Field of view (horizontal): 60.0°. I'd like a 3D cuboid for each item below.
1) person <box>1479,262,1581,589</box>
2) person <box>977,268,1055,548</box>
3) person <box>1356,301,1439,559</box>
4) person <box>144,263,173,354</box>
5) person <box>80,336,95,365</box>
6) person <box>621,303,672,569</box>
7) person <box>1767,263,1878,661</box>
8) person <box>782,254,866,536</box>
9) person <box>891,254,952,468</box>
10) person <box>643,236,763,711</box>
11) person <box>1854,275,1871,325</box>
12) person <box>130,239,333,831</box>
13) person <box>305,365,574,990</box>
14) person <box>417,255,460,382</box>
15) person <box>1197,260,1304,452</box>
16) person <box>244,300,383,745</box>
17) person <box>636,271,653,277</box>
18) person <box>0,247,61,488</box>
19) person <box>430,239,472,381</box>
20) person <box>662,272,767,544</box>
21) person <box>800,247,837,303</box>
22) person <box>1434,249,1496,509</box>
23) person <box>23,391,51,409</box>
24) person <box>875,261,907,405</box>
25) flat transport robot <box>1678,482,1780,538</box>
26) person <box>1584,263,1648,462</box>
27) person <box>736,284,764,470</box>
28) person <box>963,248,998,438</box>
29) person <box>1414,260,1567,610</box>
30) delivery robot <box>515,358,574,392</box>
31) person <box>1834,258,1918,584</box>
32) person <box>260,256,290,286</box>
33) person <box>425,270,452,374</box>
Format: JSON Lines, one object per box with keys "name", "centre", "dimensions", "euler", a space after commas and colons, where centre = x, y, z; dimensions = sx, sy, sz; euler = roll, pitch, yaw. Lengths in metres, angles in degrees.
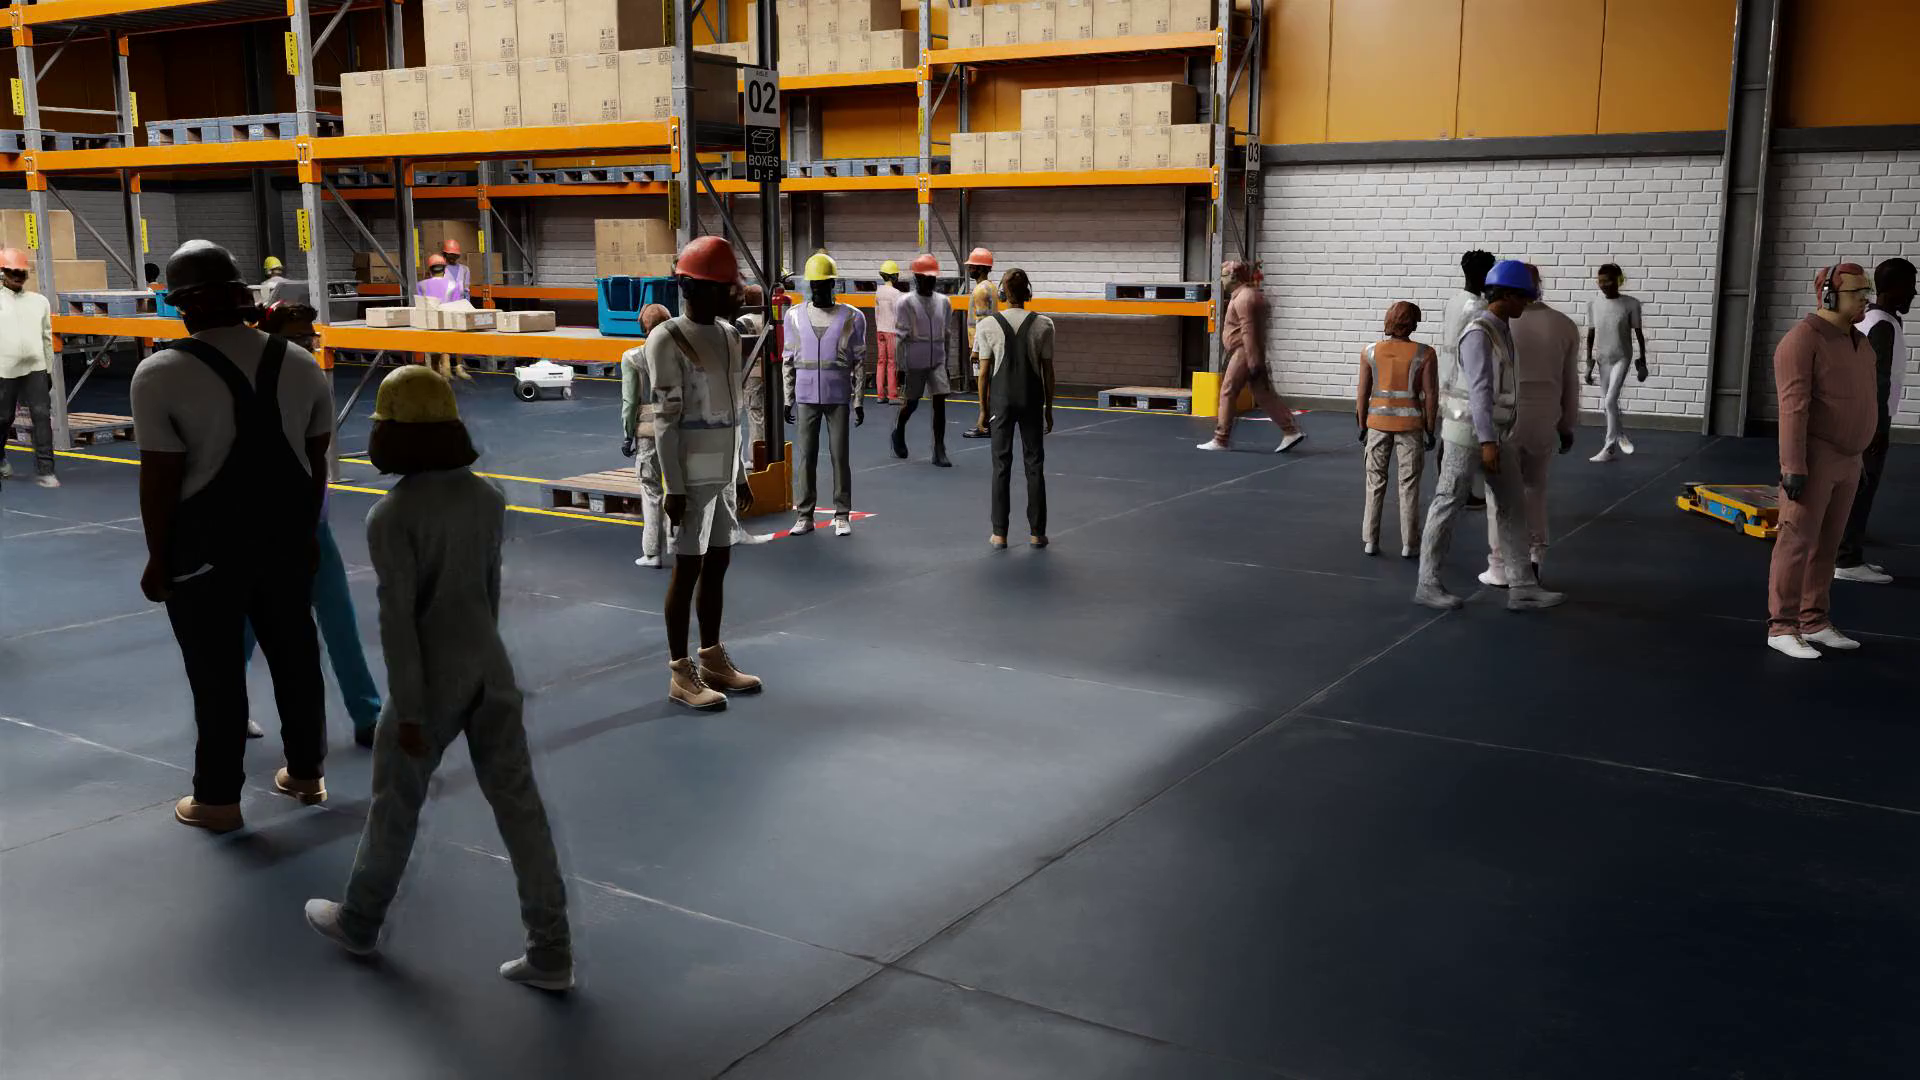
{"name": "person", "centre": [3.242, -0.659, 9.692], "dimensions": [0.677, 1.886, 0.412], "euler": [-1, 10, -7]}
{"name": "person", "centre": [0.367, -0.857, 10.936], "dimensions": [0.506, 1.840, 0.351], "euler": [0, 10, 2]}
{"name": "person", "centre": [2.784, -0.698, 10.612], "dimensions": [0.523, 1.638, 0.311], "euler": [6, 12, 30]}
{"name": "person", "centre": [-11.480, -3.098, 23.750], "dimensions": [0.317, 1.695, 0.540], "euler": [2, 11, 13]}
{"name": "person", "centre": [-14.240, -3.675, 27.113], "dimensions": [0.280, 1.636, 0.502], "euler": [-10, 14, -43]}
{"name": "person", "centre": [-1.848, -0.640, 10.294], "dimensions": [0.523, 1.636, 0.309], "euler": [-7, 12, -34]}
{"name": "person", "centre": [4.233, -0.384, 8.118], "dimensions": [0.642, 1.913, 0.409], "euler": [-7, 12, -34]}
{"name": "person", "centre": [-0.933, -0.984, 11.399], "dimensions": [0.585, 1.928, 0.368], "euler": [1, 10, 6]}
{"name": "person", "centre": [-0.360, -1.634, 15.084], "dimensions": [0.552, 1.912, 0.879], "euler": [-5, 11, -24]}
{"name": "person", "centre": [-1.093, -0.291, 7.248], "dimensions": [0.378, 2.040, 0.607], "euler": [5, 11, 24]}
{"name": "person", "centre": [7.518, -1.379, 14.168], "dimensions": [0.335, 1.753, 0.557], "euler": [2, 10, 13]}
{"name": "person", "centre": [-2.552, -0.027, 5.781], "dimensions": [0.536, 2.000, 0.677], "euler": [8, 13, 36]}
{"name": "person", "centre": [-1.426, 0.371, 4.532], "dimensions": [0.924, 1.686, 0.495], "euler": [6, 12, 30]}
{"name": "person", "centre": [-6.568, -2.666, 20.999], "dimensions": [0.557, 1.824, 1.127], "euler": [-2, 10, -9]}
{"name": "person", "centre": [2.812, -1.743, 15.863], "dimensions": [0.975, 1.847, 0.648], "euler": [4, 11, 19]}
{"name": "person", "centre": [-2.690, -0.052, 6.618], "dimensions": [0.971, 1.800, 0.563], "euler": [4, 11, 22]}
{"name": "person", "centre": [-4.063, -2.674, 21.573], "dimensions": [0.362, 1.620, 0.533], "euler": [6, 12, 31]}
{"name": "person", "centre": [-7.825, -1.428, 13.764], "dimensions": [0.896, 1.971, 0.621], "euler": [9, 14, 41]}
{"name": "person", "centre": [-7.324, -3.320, 24.052], "dimensions": [0.403, 2.033, 0.607], "euler": [10, 14, 44]}
{"name": "person", "centre": [-1.674, -0.852, 10.940], "dimensions": [0.683, 1.836, 0.581], "euler": [0, 10, -1]}
{"name": "person", "centre": [-1.750, -2.746, 21.163], "dimensions": [0.437, 1.931, 0.661], "euler": [6, 12, 32]}
{"name": "person", "centre": [3.840, -1.214, 12.603], "dimensions": [0.374, 1.958, 0.599], "euler": [-1, 10, -7]}
{"name": "person", "centre": [-10.731, -2.385, 19.250], "dimensions": [0.950, 1.908, 0.638], "euler": [6, 12, 32]}
{"name": "person", "centre": [-0.854, -2.544, 20.481], "dimensions": [0.306, 1.772, 0.525], "euler": [-8, 13, -36]}
{"name": "flat transport robot", "centre": [5.690, -0.219, 11.748], "dimensions": [0.652, 0.197, 1.431], "euler": [0, 10, 1]}
{"name": "person", "centre": [6.077, -1.640, 15.343], "dimensions": [0.767, 1.826, 0.512], "euler": [-9, 13, -39]}
{"name": "person", "centre": [-1.771, -1.434, 14.690], "dimensions": [0.311, 1.639, 0.513], "euler": [10, 14, 43]}
{"name": "person", "centre": [0.212, -2.012, 17.054], "dimensions": [0.353, 1.942, 0.546], "euler": [2, 10, 11]}
{"name": "person", "centre": [2.906, -0.537, 8.962], "dimensions": [0.894, 1.901, 0.689], "euler": [8, 13, 39]}
{"name": "delivery robot", "centre": [-5.254, -2.083, 21.032], "dimensions": [0.707, 0.478, 0.477], "euler": [-4, 11, -20]}
{"name": "person", "centre": [5.425, -0.714, 9.931], "dimensions": [0.370, 1.914, 0.597], "euler": [4, 11, 21]}
{"name": "person", "centre": [-9.394, -2.966, 22.753], "dimensions": [0.868, 1.789, 0.609], "euler": [5, 12, 28]}
{"name": "person", "centre": [-7.884, -3.287, 24.993], "dimensions": [0.270, 1.627, 0.503], "euler": [4, 11, 23]}
